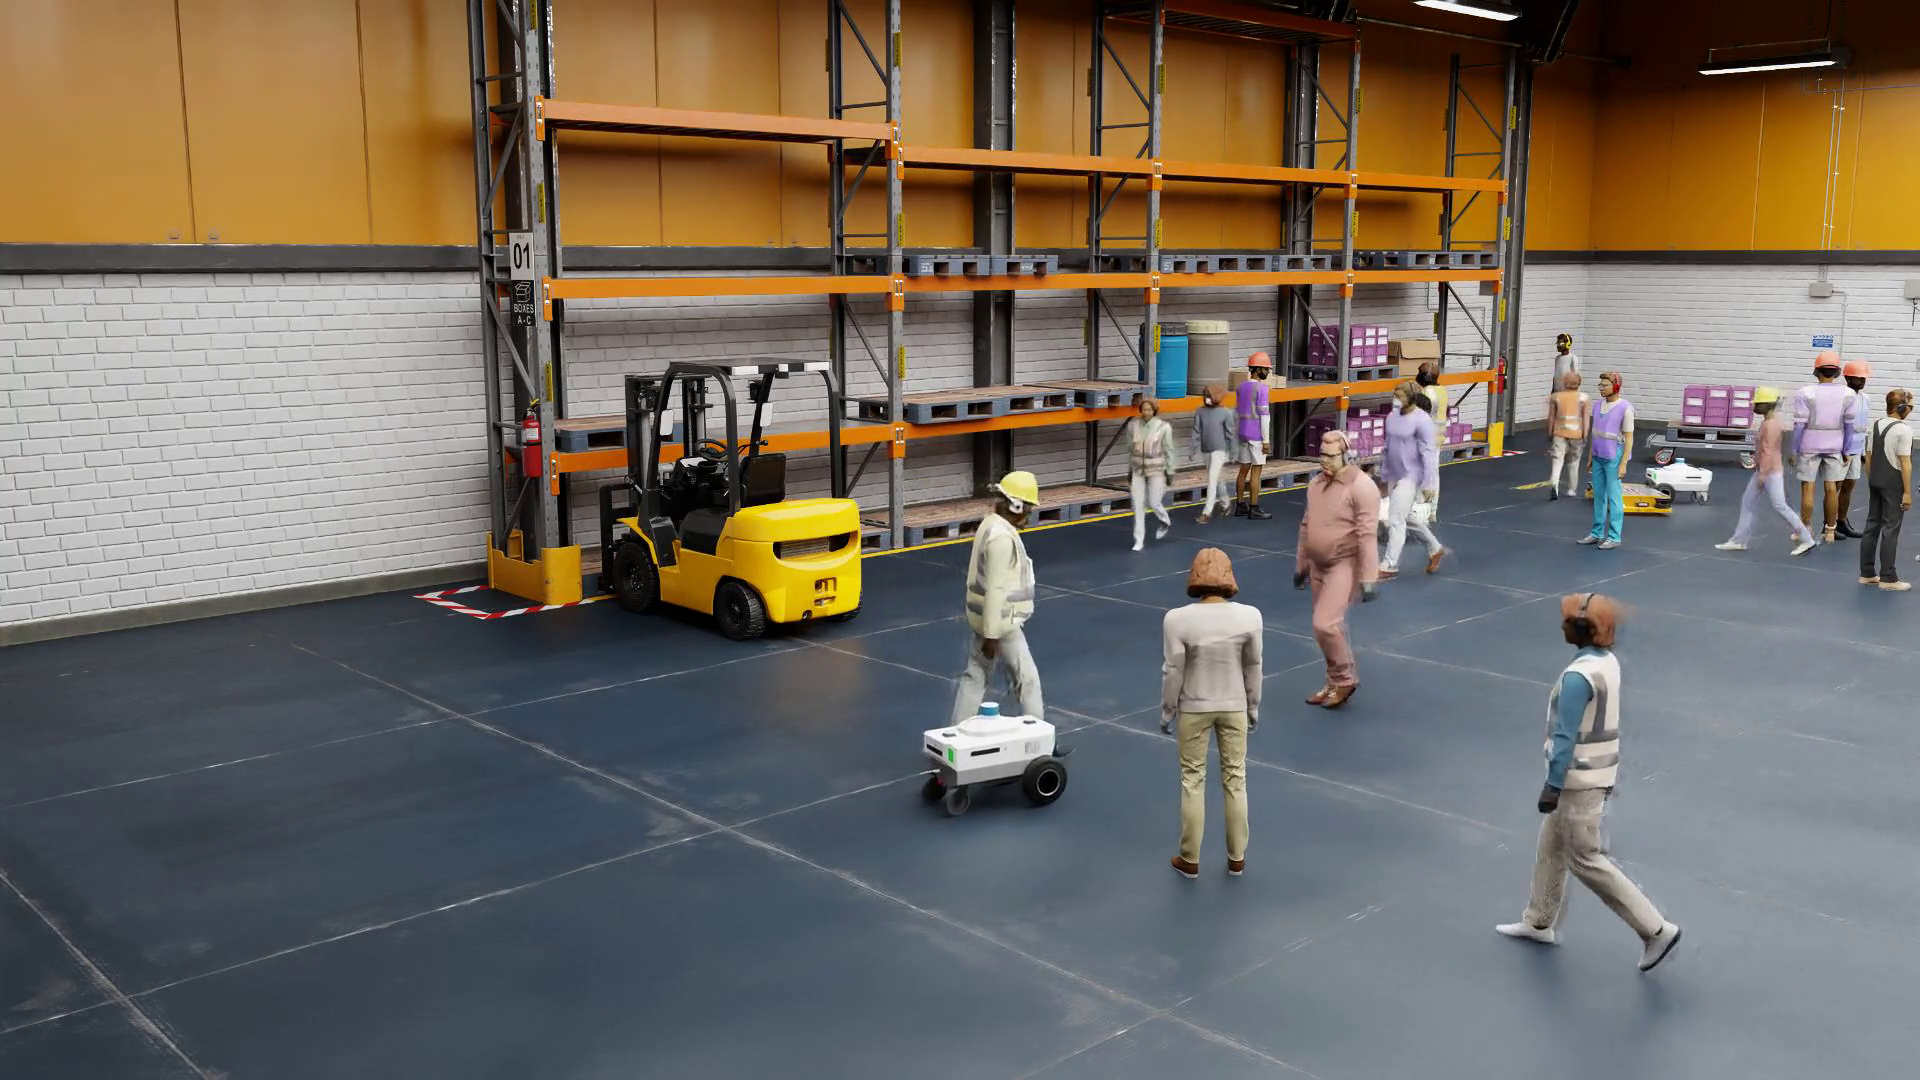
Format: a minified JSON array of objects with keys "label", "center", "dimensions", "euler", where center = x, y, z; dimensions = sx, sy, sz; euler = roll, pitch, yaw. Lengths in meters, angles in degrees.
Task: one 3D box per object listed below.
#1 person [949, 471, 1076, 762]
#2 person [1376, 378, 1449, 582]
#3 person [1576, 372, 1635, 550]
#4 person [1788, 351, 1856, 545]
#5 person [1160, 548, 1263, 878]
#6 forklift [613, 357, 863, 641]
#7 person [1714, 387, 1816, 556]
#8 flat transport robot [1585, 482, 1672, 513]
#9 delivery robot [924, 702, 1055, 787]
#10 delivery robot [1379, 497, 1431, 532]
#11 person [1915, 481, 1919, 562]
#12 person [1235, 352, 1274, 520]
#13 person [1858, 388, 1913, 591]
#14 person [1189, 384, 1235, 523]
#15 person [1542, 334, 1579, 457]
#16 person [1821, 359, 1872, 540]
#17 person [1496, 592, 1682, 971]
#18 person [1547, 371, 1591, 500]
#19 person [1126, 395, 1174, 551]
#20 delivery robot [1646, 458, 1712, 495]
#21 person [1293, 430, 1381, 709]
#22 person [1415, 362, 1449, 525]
[{"label":"person","center":[0.316,0.471,9.911],"dimensions":[0.883,1.763,0.640],"euler":[-1,10,-7]},{"label":"person","center":[4.245,-0.567,15.600],"dimensions":[0.907,1.916,0.644],"euler":[-3,10,-19]},{"label":"person","center":[6.749,-0.827,17.286],"dimensions":[0.376,1.844,0.571],"euler":[-3,10,-17]},{"label":"person","center":[9.065,-0.968,17.538],"dimensions":[0.616,2.041,0.382],"euler":[1,10,5]},{"label":"person","center":[1.225,0.844,8.130],"dimensions":[0.499,1.633,0.279],"euler":[-1,10,-4]},{"label":"forklift","center":[-1.847,-0.414,13.852],"dimensions":[1.214,2.155,2.313],"euler":[-9,13,-42]},{"label":"person","center":[8.302,-0.703,16.954],"dimensions":[0.912,1.723,0.529],"euler":[3,10,19]},{"label":"flat transport robot","center":[8.067,-0.520,20.099],"dimensions":[0.652,0.197,1.431],"euler":[1,10,7]},{"label":"delivery robot","center":[0.163,1.146,9.239],"dimensions":[0.707,0.478,0.477],"euler":[-5,11,-28]},{"label":"delivery robot","center":[4.627,-0.295,17.678],"dimensions":[0.707,0.478,0.477],"euler":[2,10,9]},{"label":"person","center":[9.711,-0.585,16.340],"dimensions":[0.538,1.689,0.318],"euler":[2,10,11]},{"label":"person","center":[3.418,-1.207,19.254],"dimensions":[0.370,1.933,0.550],"euler":[-5,11,-25]},{"label":"person","center":[8.464,-0.458,15.145],"dimensions":[0.346,1.842,0.506],"euler":[-2,10,-11]},{"label":"person","center":[2.946,-1.016,19.178],"dimensions":[0.488,1.582,0.864],"euler":[9,13,43]},{"label":"person","center":[9.128,-2.186,25.182],"dimensions":[0.309,1.868,0.534],"euler":[-3,10,-19]},{"label":"person","center":[9.542,-0.969,17.851],"dimensions":[0.546,1.938,0.361],"euler":[-5,11,-26]},{"label":"person","center":[2.726,1.027,7.105],"dimensions":[0.732,1.619,0.511],"euler":[6,11,31]},{"label":"person","center":[7.588,-1.303,20.783],"dimensions":[0.520,1.612,0.737],"euler":[5,11,27]},{"label":"person","center":[1.991,-0.706,17.252],"dimensions":[0.522,1.615,0.551],"euler":[6,11,30]},{"label":"delivery robot","center":[8.818,-0.760,20.401],"dimensions":[0.707,0.478,0.477],"euler":[1,10,6]},{"label":"person","center":[2.478,0.203,11.128],"dimensions":[0.460,1.885,0.686],"euler":[-4,10,-22]},{"label":"person","center":[5.273,-1.094,18.858],"dimensions":[0.429,1.846,0.633],"euler":[7,12,36]}]
